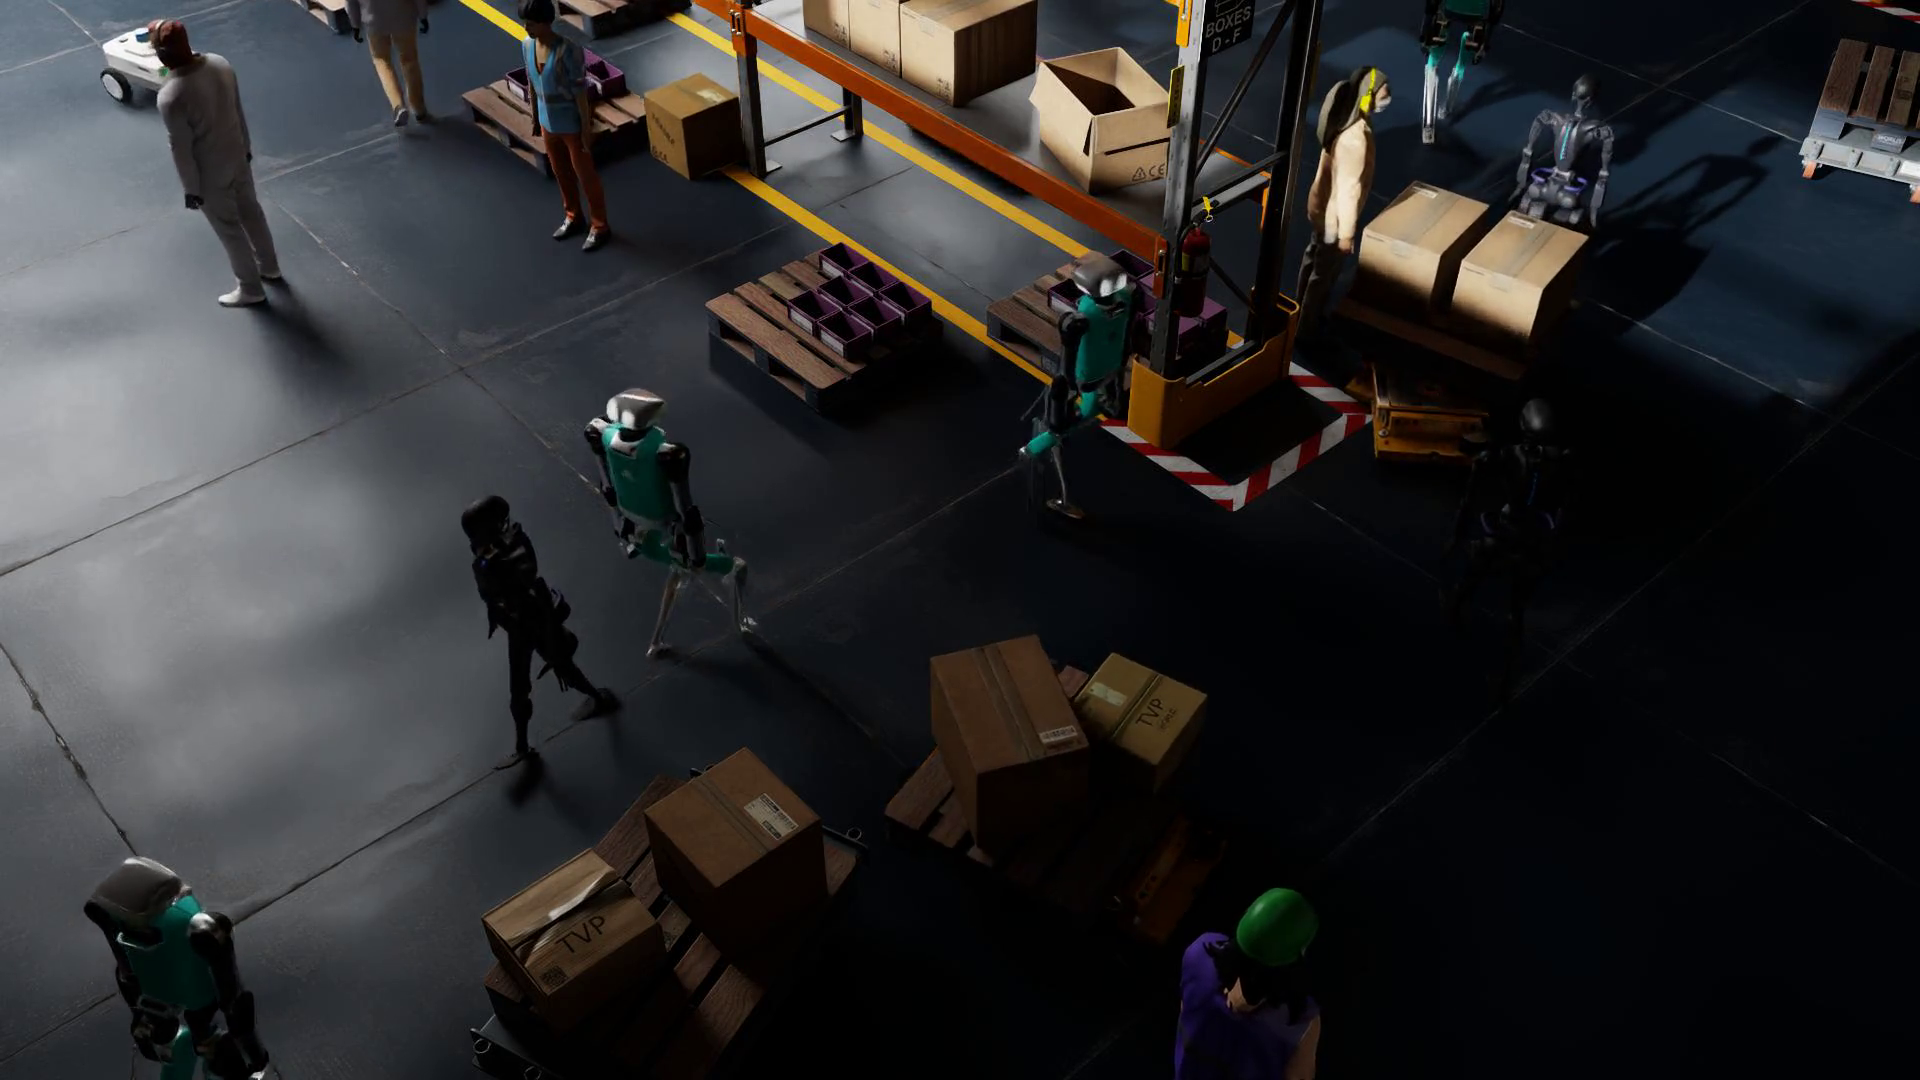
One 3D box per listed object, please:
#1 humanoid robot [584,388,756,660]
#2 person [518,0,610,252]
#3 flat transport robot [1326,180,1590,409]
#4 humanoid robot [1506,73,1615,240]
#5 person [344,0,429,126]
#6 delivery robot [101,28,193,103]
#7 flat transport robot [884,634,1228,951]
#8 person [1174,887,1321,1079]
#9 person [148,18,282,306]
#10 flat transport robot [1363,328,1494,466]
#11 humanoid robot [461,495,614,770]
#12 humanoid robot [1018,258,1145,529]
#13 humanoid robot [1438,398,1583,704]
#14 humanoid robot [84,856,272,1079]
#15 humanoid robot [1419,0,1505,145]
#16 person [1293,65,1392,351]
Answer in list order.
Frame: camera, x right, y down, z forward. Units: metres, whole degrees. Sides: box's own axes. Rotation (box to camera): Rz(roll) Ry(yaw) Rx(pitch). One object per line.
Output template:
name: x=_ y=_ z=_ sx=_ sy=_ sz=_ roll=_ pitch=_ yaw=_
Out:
humanoid robot: x=-1.346 y=-0.110 z=8.162 sx=0.530 sy=1.817 sz=0.796 roll=19 pitch=46 yaw=19
person: x=-2.638 y=-2.758 z=10.997 sx=0.502 sy=1.758 sz=0.338 roll=21 pitch=47 yaw=21
flat transport robot: x=3.038 y=-1.197 z=10.397 sx=0.659 sy=0.231 sz=1.431 roll=27 pitch=49 yaw=26
humanoid robot: x=3.686 y=-2.110 z=10.382 sx=0.603 sy=1.642 sz=0.631 roll=29 pitch=50 yaw=28
person: x=-4.179 y=-3.836 z=12.179 sx=0.578 sy=1.732 sz=0.438 roll=-14 pitch=44 yaw=-15
delivery robot: x=-6.257 y=-3.663 z=12.871 sx=0.784 sy=0.599 sz=0.499 roll=22 pitch=47 yaw=22
flat transport robot: x=0.452 y=1.295 z=7.686 sx=1.431 sy=0.231 sz=0.659 roll=24 pitch=48 yaw=24
person: x=0.977 y=1.867 z=5.842 sx=0.538 sy=1.928 sz=0.424 roll=31 pitch=51 yaw=29
person: x=-4.703 y=-2.369 z=10.470 sx=0.407 sy=1.898 sz=0.653 roll=11 pitch=44 yaw=12
flat transport robot: x=2.835 y=-0.979 z=10.160 sx=0.659 sy=0.231 sz=1.431 roll=4 pitch=43 yaw=5
humanoid robot: x=-1.986 y=0.392 z=7.659 sx=0.598 sy=1.627 sz=0.730 roll=29 pitch=50 yaw=28
humanoid robot: x=0.549 y=-0.776 z=8.898 sx=0.530 sy=1.832 sz=0.712 roll=-32 pitch=51 yaw=-30
humanoid robot: x=2.671 y=-0.003 z=8.085 sx=0.590 sy=1.629 sz=0.803 roll=1 pitch=43 yaw=1
humanoid robot: x=-2.791 y=1.912 z=5.902 sx=0.539 sy=1.740 sz=0.742 roll=12 pitch=44 yaw=13
humanoid robot: x=3.603 y=-3.687 z=12.082 sx=0.555 sy=1.867 sz=0.855 roll=9 pitch=43 yaw=9
person: x=2.289 y=-2.012 z=10.107 sx=0.392 sy=1.867 sz=0.554 roll=4 pitch=43 yaw=5
